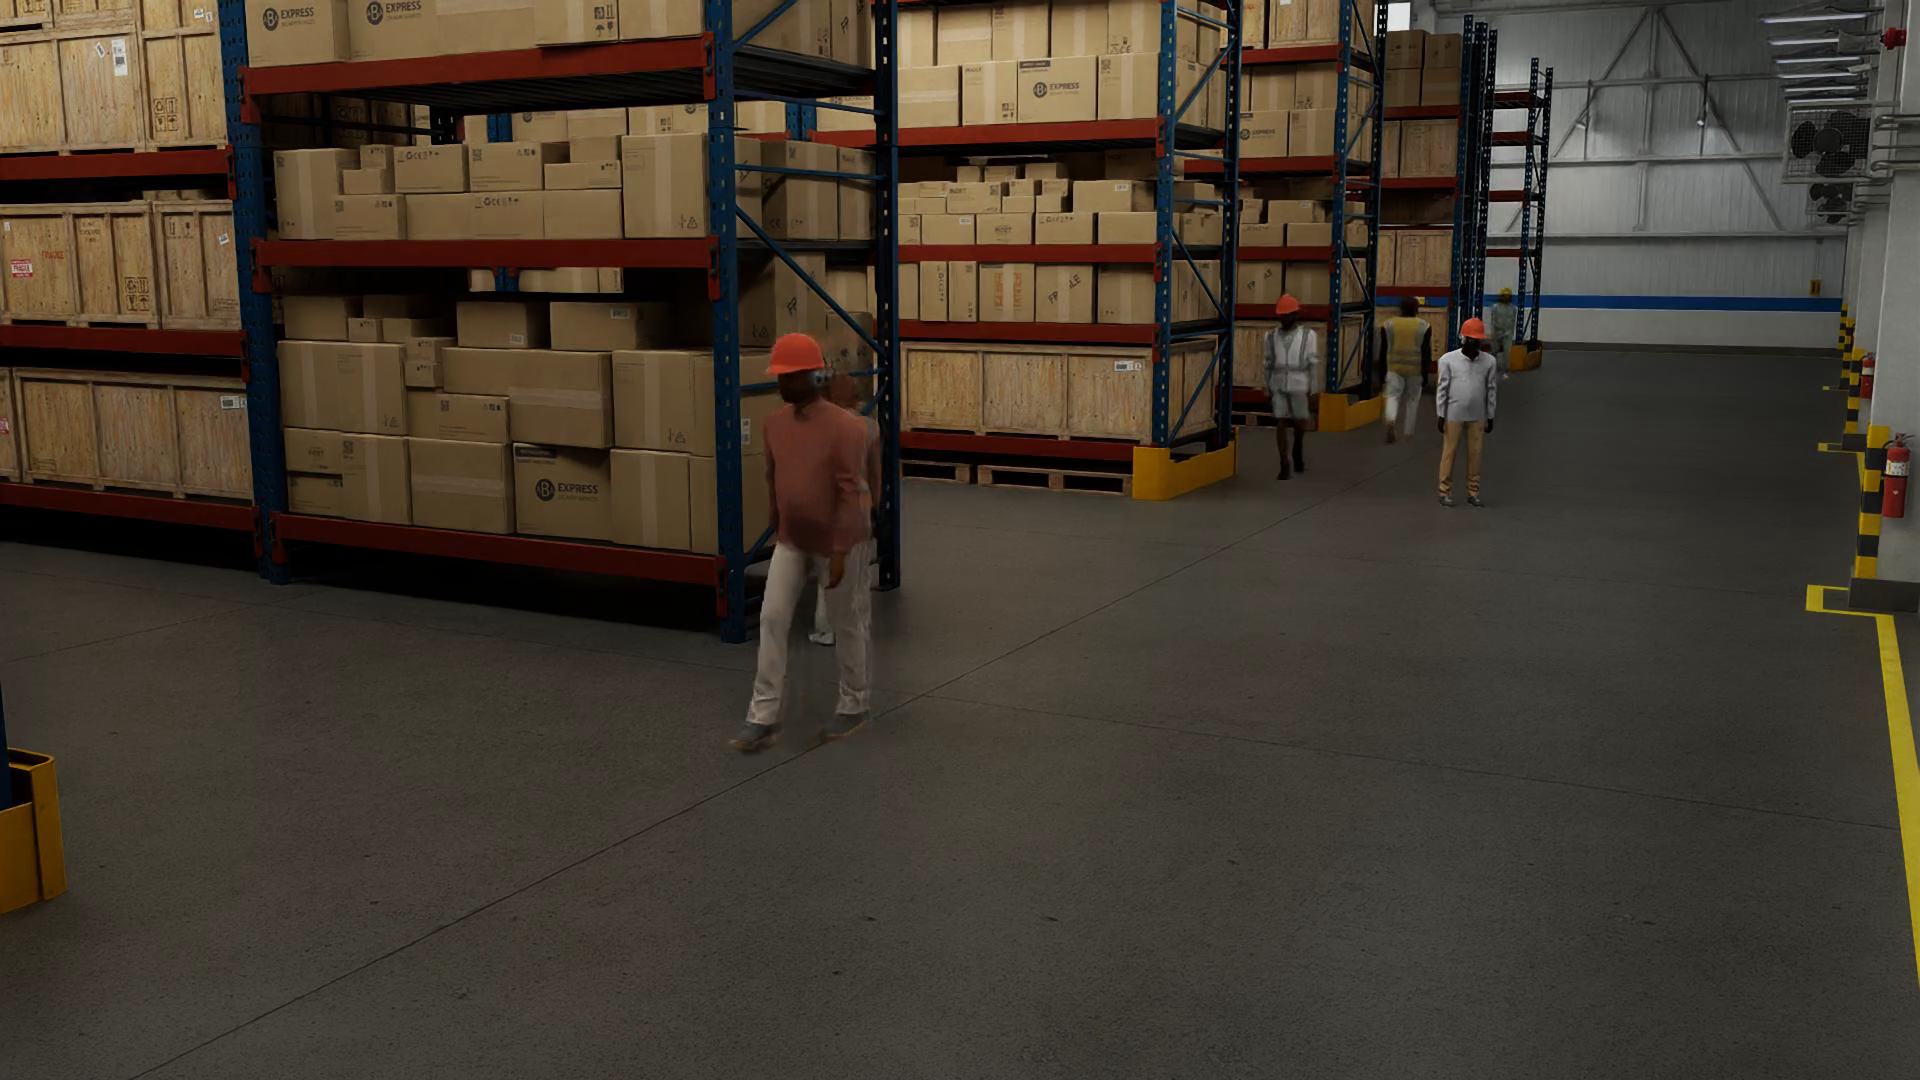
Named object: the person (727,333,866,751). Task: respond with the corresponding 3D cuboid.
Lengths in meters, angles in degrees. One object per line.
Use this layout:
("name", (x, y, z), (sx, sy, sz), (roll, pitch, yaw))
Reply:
("person", (-0.740, 0.027, 7.756), (0.630, 1.954, 0.881), (6, 11, 30))

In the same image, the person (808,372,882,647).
("person", (-0.698, -0.180, 9.910), (0.525, 1.632, 0.312), (-6, 11, -31))

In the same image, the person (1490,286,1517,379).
("person", (10.101, -3.869, 30.978), (0.481, 1.724, 0.657), (2, 10, 9))

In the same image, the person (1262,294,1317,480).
("person", (3.385, -1.572, 17.127), (0.577, 1.916, 0.493), (4, 11, 21))

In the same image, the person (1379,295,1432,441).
("person", (5.460, -2.093, 20.432), (0.633, 1.817, 0.751), (4, 11, 24))

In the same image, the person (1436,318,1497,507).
("person", (4.650, -1.164, 15.270), (0.567, 1.744, 0.350), (-1, 10, -3))
